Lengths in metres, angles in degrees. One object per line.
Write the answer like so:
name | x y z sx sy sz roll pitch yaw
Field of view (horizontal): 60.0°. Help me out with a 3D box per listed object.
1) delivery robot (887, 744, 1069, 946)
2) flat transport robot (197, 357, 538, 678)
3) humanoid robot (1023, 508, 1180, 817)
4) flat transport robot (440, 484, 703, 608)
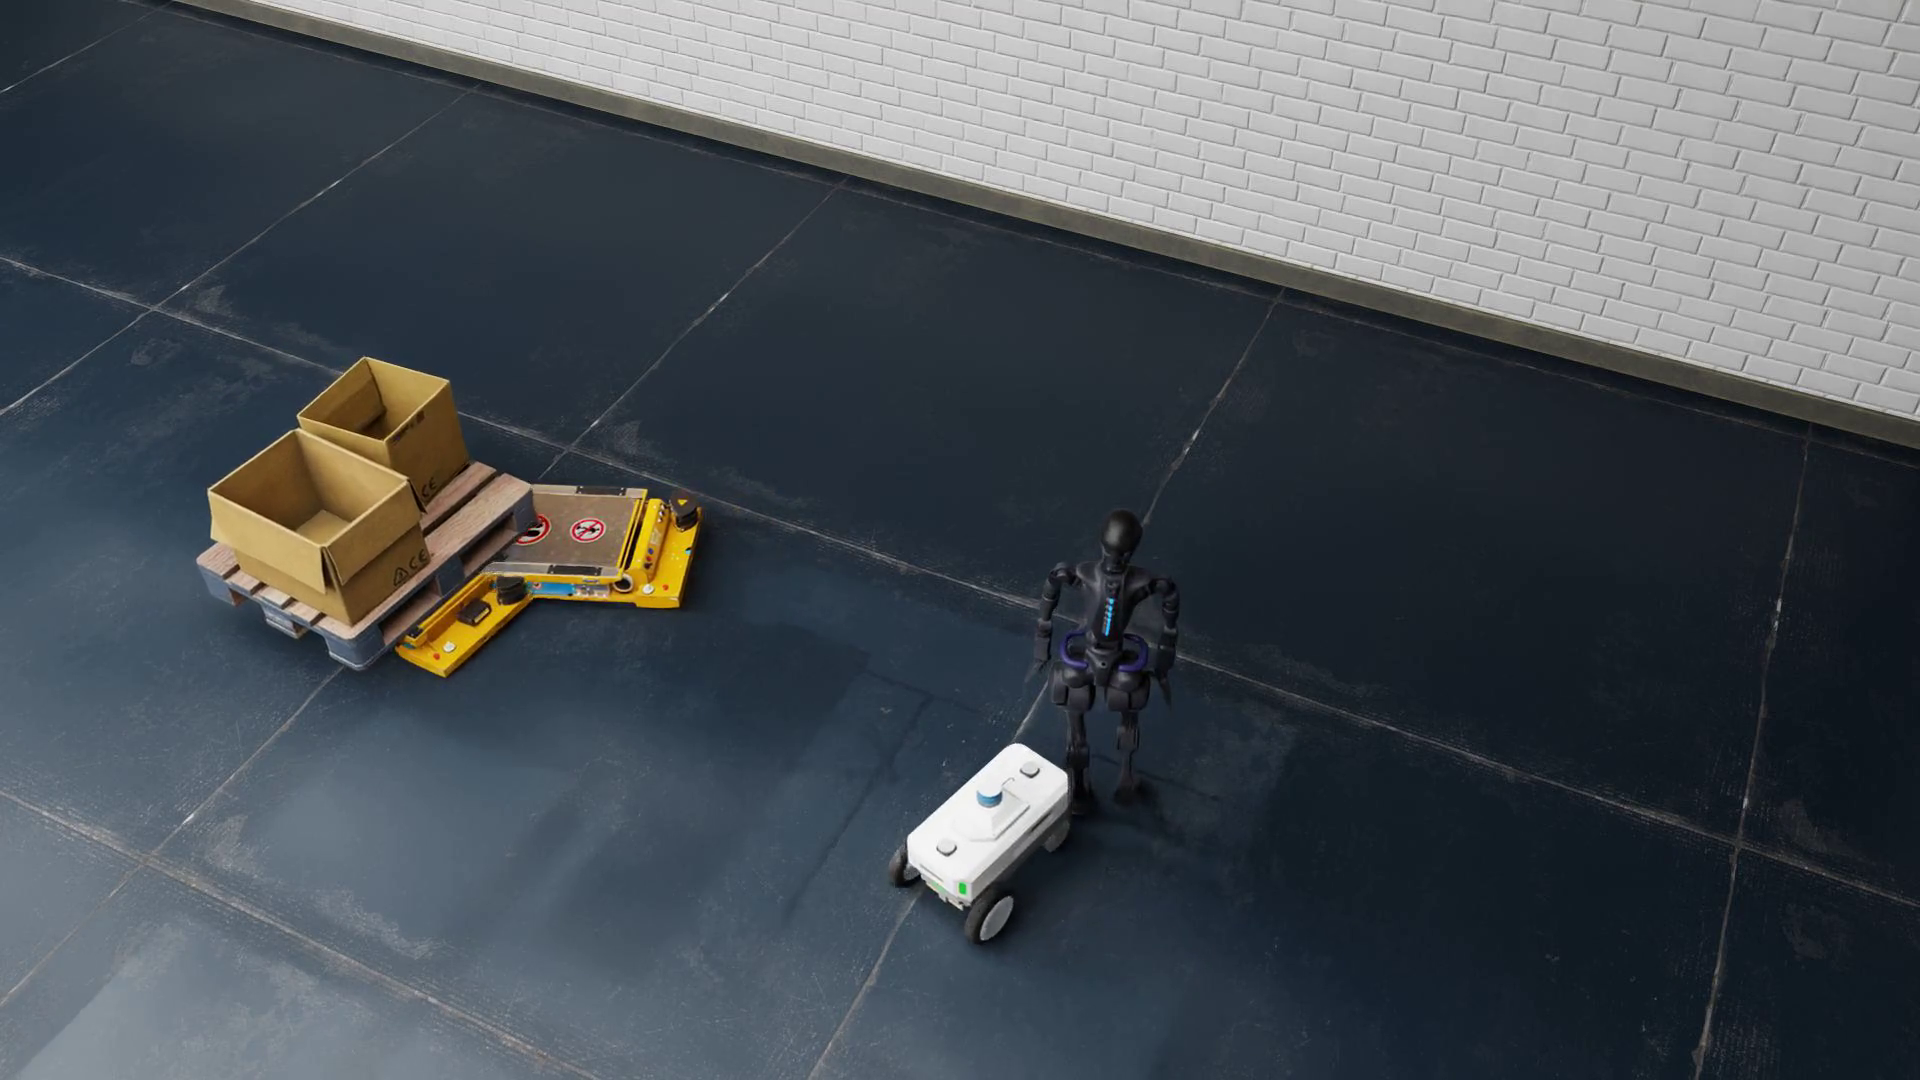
delivery robot | 0.104 1.202 6.754 0.499 0.602 0.795 31 51 29
flat transport robot | -2.821 0.153 8.090 1.431 0.231 0.659 22 47 22
humanoid robot | 0.557 0.515 6.661 0.609 1.655 0.322 3 43 3
flat transport robot | -2.042 0.021 8.232 1.431 0.231 0.659 2 43 3
